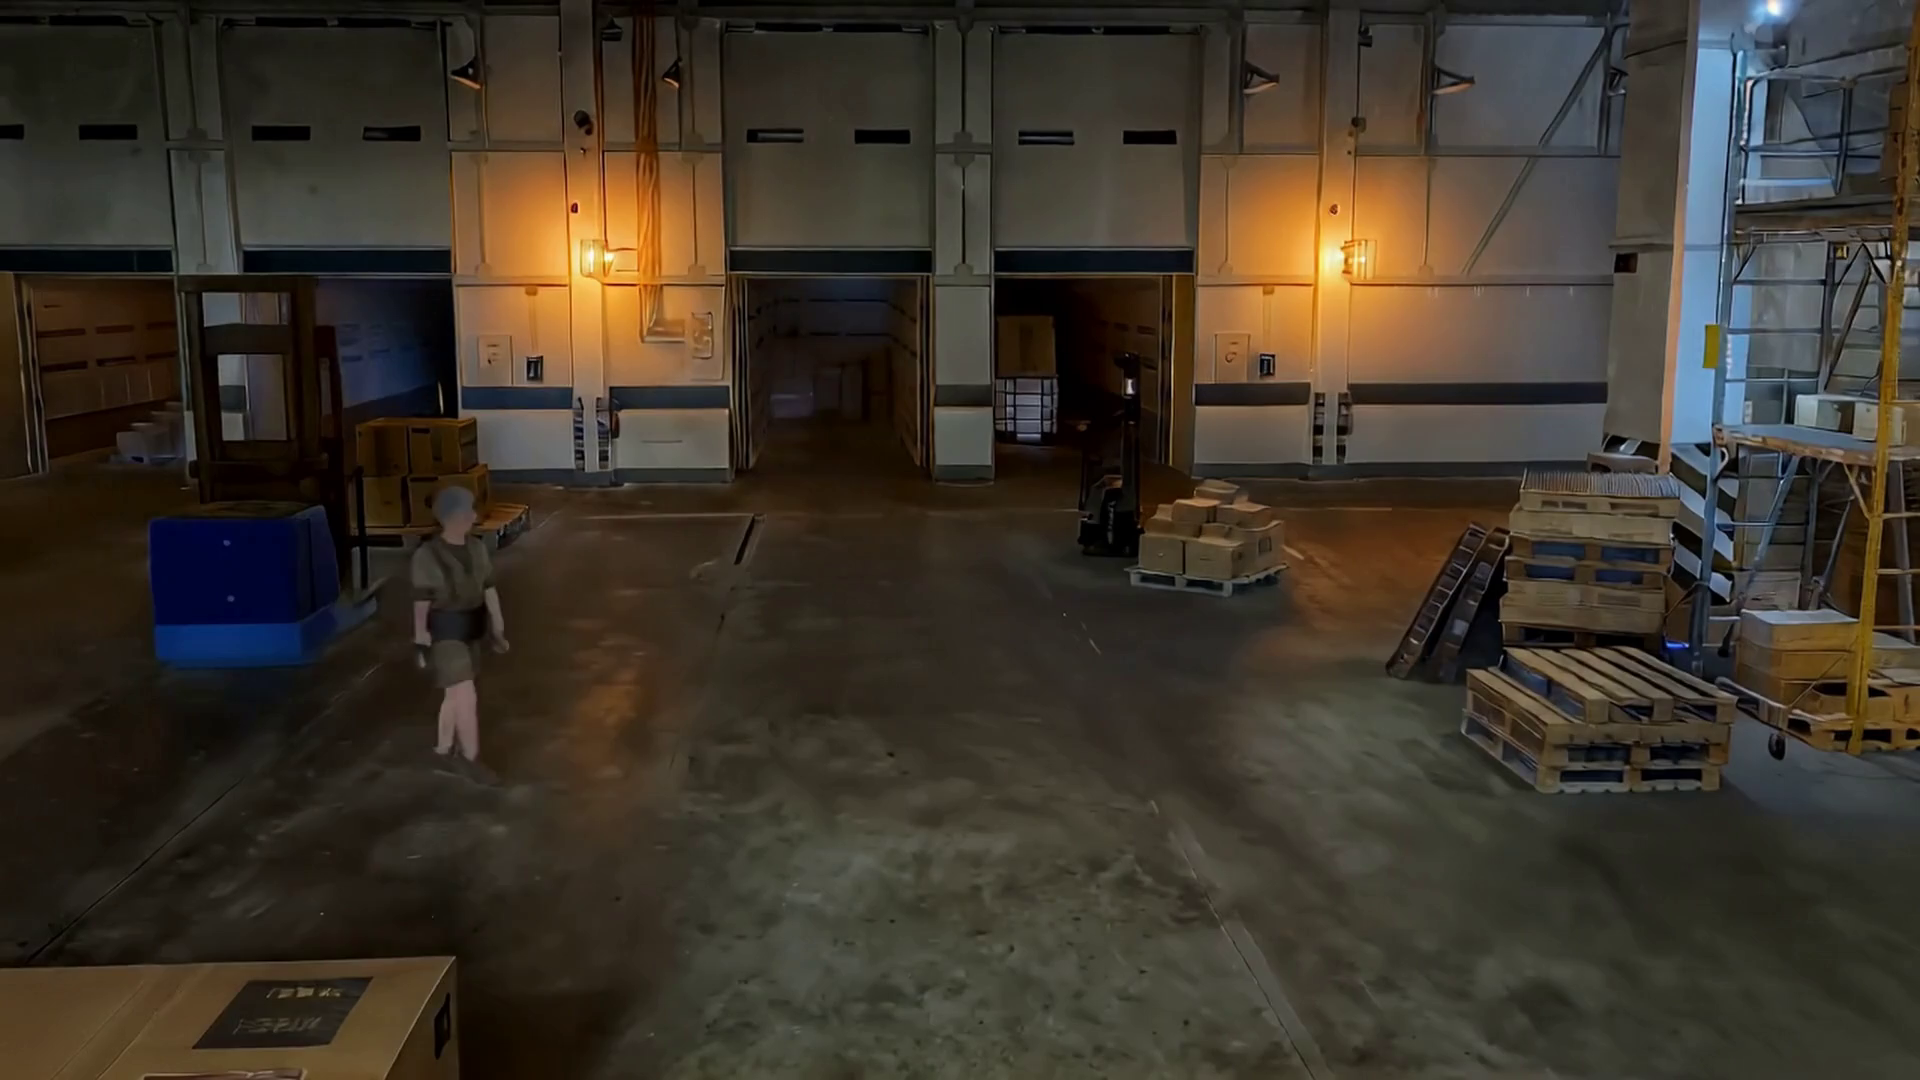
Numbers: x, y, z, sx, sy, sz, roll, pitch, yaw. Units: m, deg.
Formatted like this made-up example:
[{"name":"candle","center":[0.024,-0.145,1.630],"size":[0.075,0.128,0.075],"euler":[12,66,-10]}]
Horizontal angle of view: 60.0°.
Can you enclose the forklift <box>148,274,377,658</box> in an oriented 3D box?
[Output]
[{"name":"forklift","center":[-5.348,-0.627,12.681],"size":[1.129,2.768,1.873],"euler":[-1,9,-4]}]

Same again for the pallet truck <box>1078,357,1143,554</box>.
[{"name":"pallet truck","center":[2.088,-0.836,16.757],"size":[1.885,1.965,0.823],"euler":[2,9,13]}]

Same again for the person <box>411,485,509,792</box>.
[{"name":"person","center":[-2.671,0.537,9.124],"size":[0.709,1.668,0.558],"euler":[4,10,24]}]
